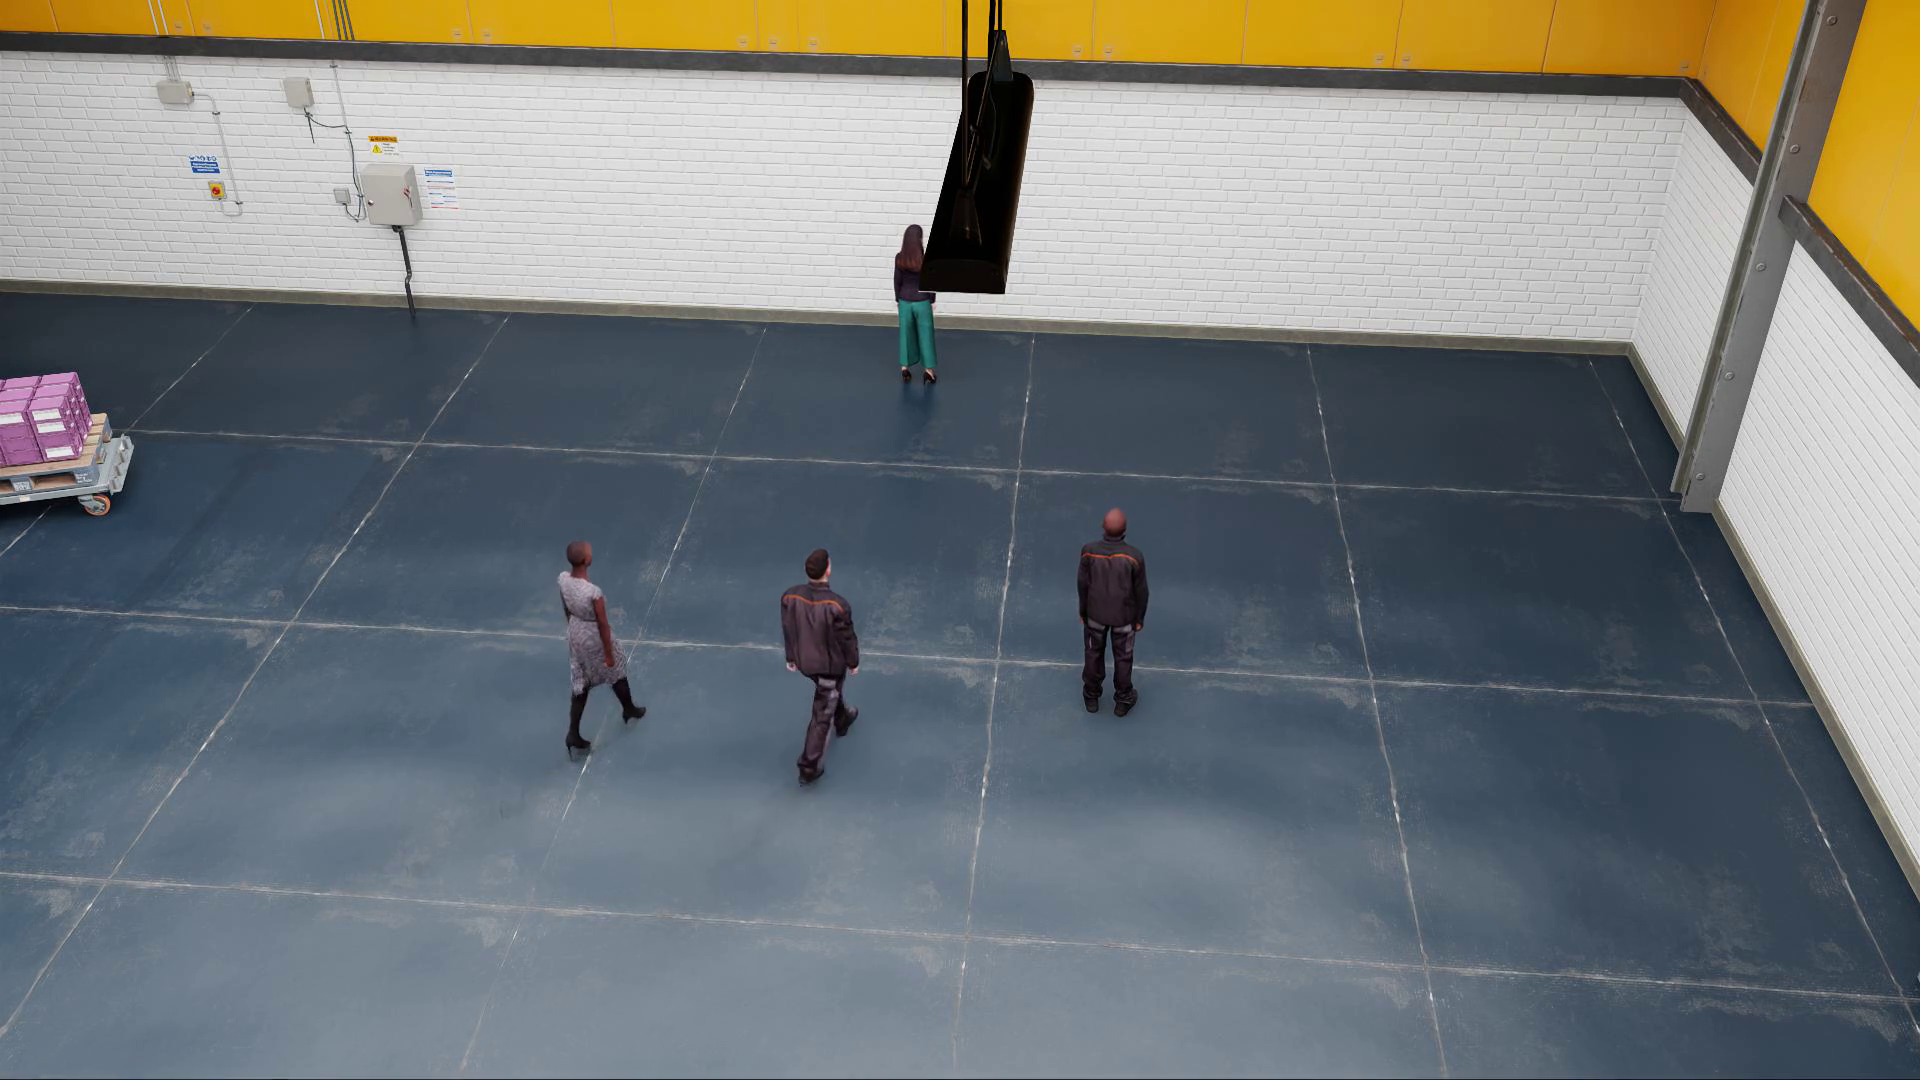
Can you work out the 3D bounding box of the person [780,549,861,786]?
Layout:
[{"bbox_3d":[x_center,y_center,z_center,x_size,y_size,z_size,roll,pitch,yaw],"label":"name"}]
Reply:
[{"bbox_3d":[-1.022,0.924,11.983,1.016,1.813,1.289,15,36,21],"label":"person"}]

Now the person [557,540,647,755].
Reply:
[{"bbox_3d":[-2.766,0.813,12.198,0.929,1.760,1.096,20,38,27],"label":"person"}]

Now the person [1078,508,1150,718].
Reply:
[{"bbox_3d":[1.139,0.541,12.549,0.727,1.825,0.650,8,34,11],"label":"person"}]

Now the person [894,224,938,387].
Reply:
[{"bbox_3d":[-0.454,-2.402,17.052,0.675,1.742,0.603,11,35,16],"label":"person"}]
